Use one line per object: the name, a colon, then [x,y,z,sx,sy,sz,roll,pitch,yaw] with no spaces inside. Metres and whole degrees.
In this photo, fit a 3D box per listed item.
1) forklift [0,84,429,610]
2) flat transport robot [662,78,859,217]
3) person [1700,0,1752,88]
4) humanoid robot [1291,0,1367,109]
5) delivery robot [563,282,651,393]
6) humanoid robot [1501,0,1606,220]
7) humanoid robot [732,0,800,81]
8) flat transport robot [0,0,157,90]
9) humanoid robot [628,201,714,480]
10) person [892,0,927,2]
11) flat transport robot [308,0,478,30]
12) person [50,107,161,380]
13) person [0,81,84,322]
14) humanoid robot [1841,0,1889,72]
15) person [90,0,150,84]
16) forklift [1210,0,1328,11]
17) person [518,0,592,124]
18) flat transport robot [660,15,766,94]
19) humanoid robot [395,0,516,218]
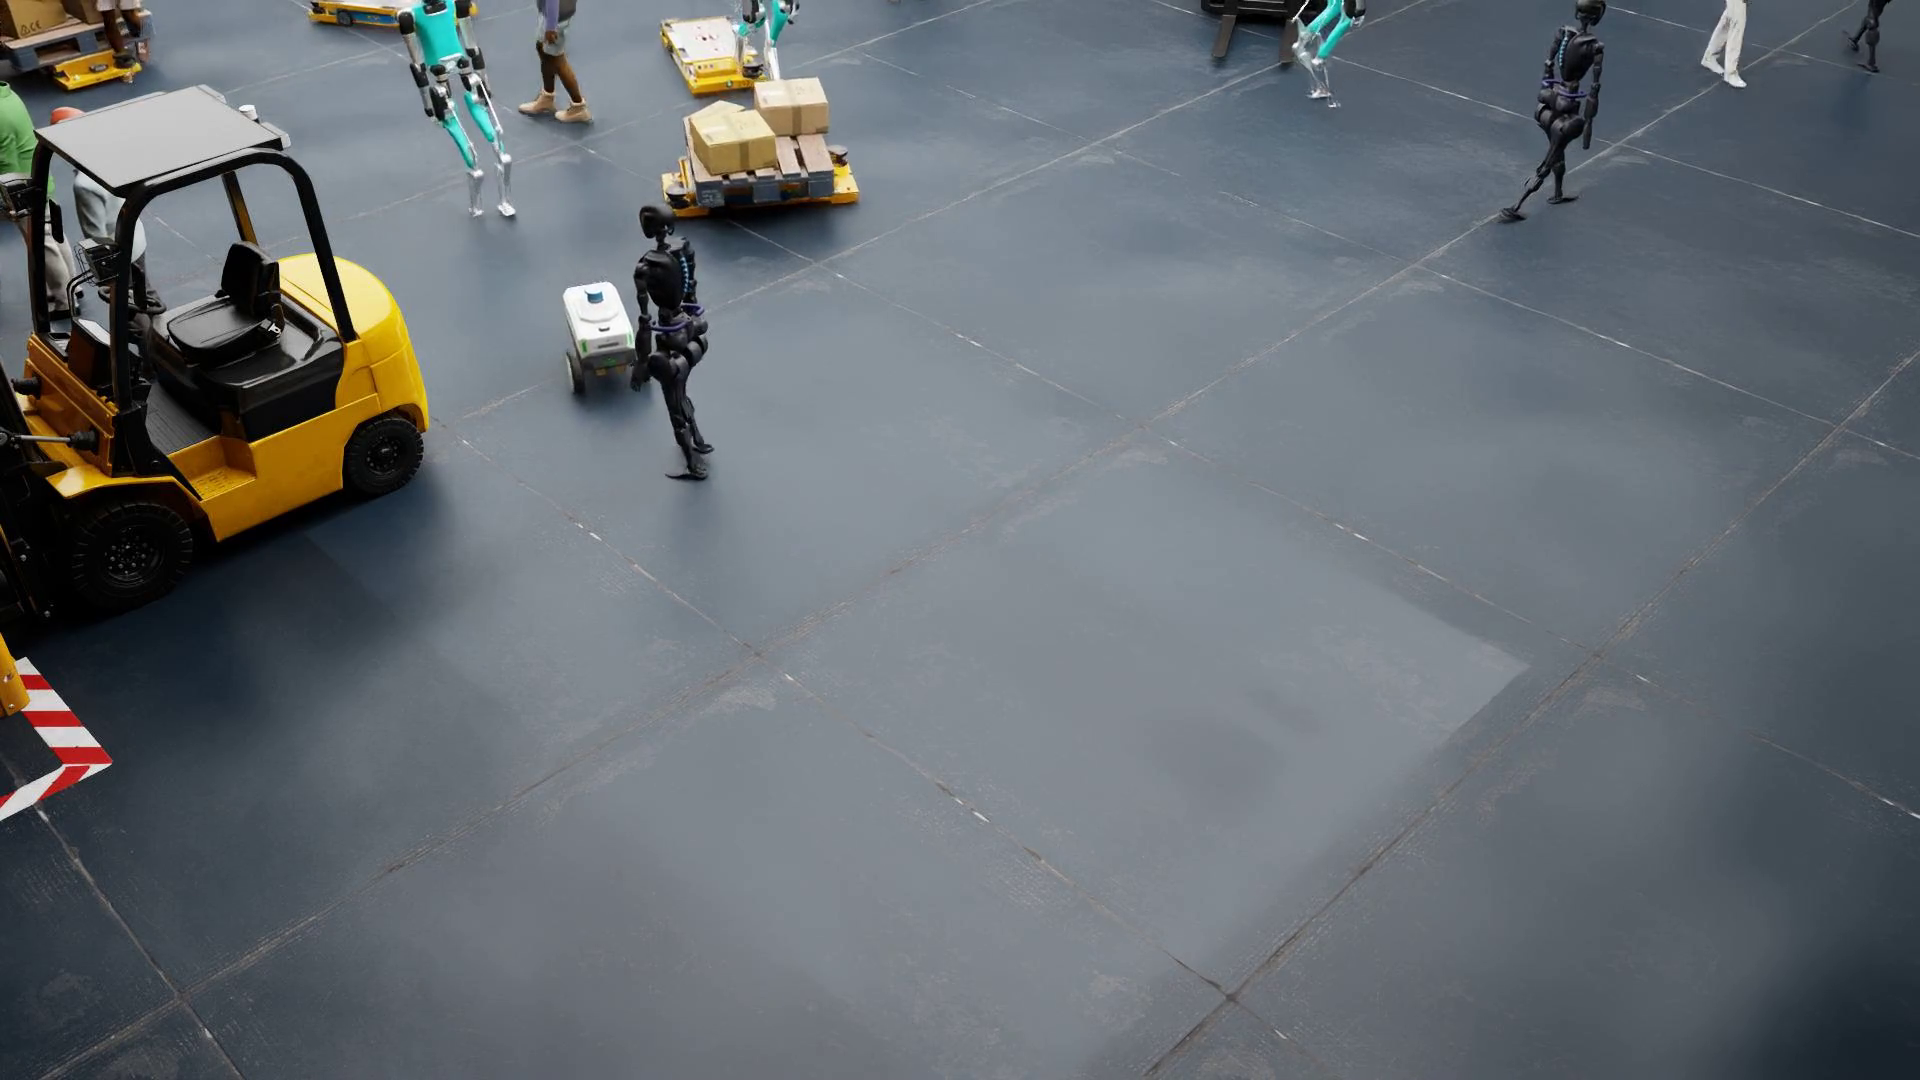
forklift: [-4.145,-1.093,8.856,2.313,2.155,1.214,-31,47,-34]
flat transport robot: [-1.526,-2.724,12.643,1.431,0.231,0.659,-7,37,-9]
person: [6.755,-4.693,14.160,0.512,1.607,0.739,-16,39,-20]
humanoid robot: [3.032,-4.401,13.681,0.665,1.821,0.554,-11,38,-15]
delivery robot: [-2.276,-1.321,10.520,0.499,0.587,0.788,-12,38,-16]
humanoid robot: [4.363,-3.132,12.055,0.783,1.626,0.608,-13,39,-17]
humanoid robot: [-1.713,-4.492,13.798,0.546,1.759,0.987,-21,42,-26]
flat transport robot: [-7.938,-4.351,14.821,1.431,0.231,0.659,30,46,34]
humanoid robot: [-1.608,-1.102,9.294,0.346,1.650,0.602,16,40,20]
person: [-0.507,-6.092,15.758,0.634,1.936,0.352,-2,37,-3]
flat transport robot: [-5.374,-5.042,15.746,1.431,0.231,0.659,11,38,14]
person: [-5.185,-1.808,10.190,0.348,1.738,0.572,-3,37,-4]
person: [-6.087,-2.293,10.812,0.385,1.780,0.548,-10,38,-14]
humanoid robot: [8.071,-5.004,14.544,0.609,1.631,0.717,-10,38,-13]
person: [-7.295,-4.868,14.211,0.526,1.827,0.504,-9,38,-12]
forklift: [3.106,-6.400,15.960,1.214,2.155,2.313,8,37,10]
person: [-3.370,-4.223,13.228,0.675,1.979,0.686,-5,37,-7]
flat transport robot: [-2.216,-4.342,14.809,0.659,0.231,1.431,-12,38,-15]
humanoid robot: [-3.525,-3.087,11.906,0.550,1.771,0.784,-26,44,-30]
